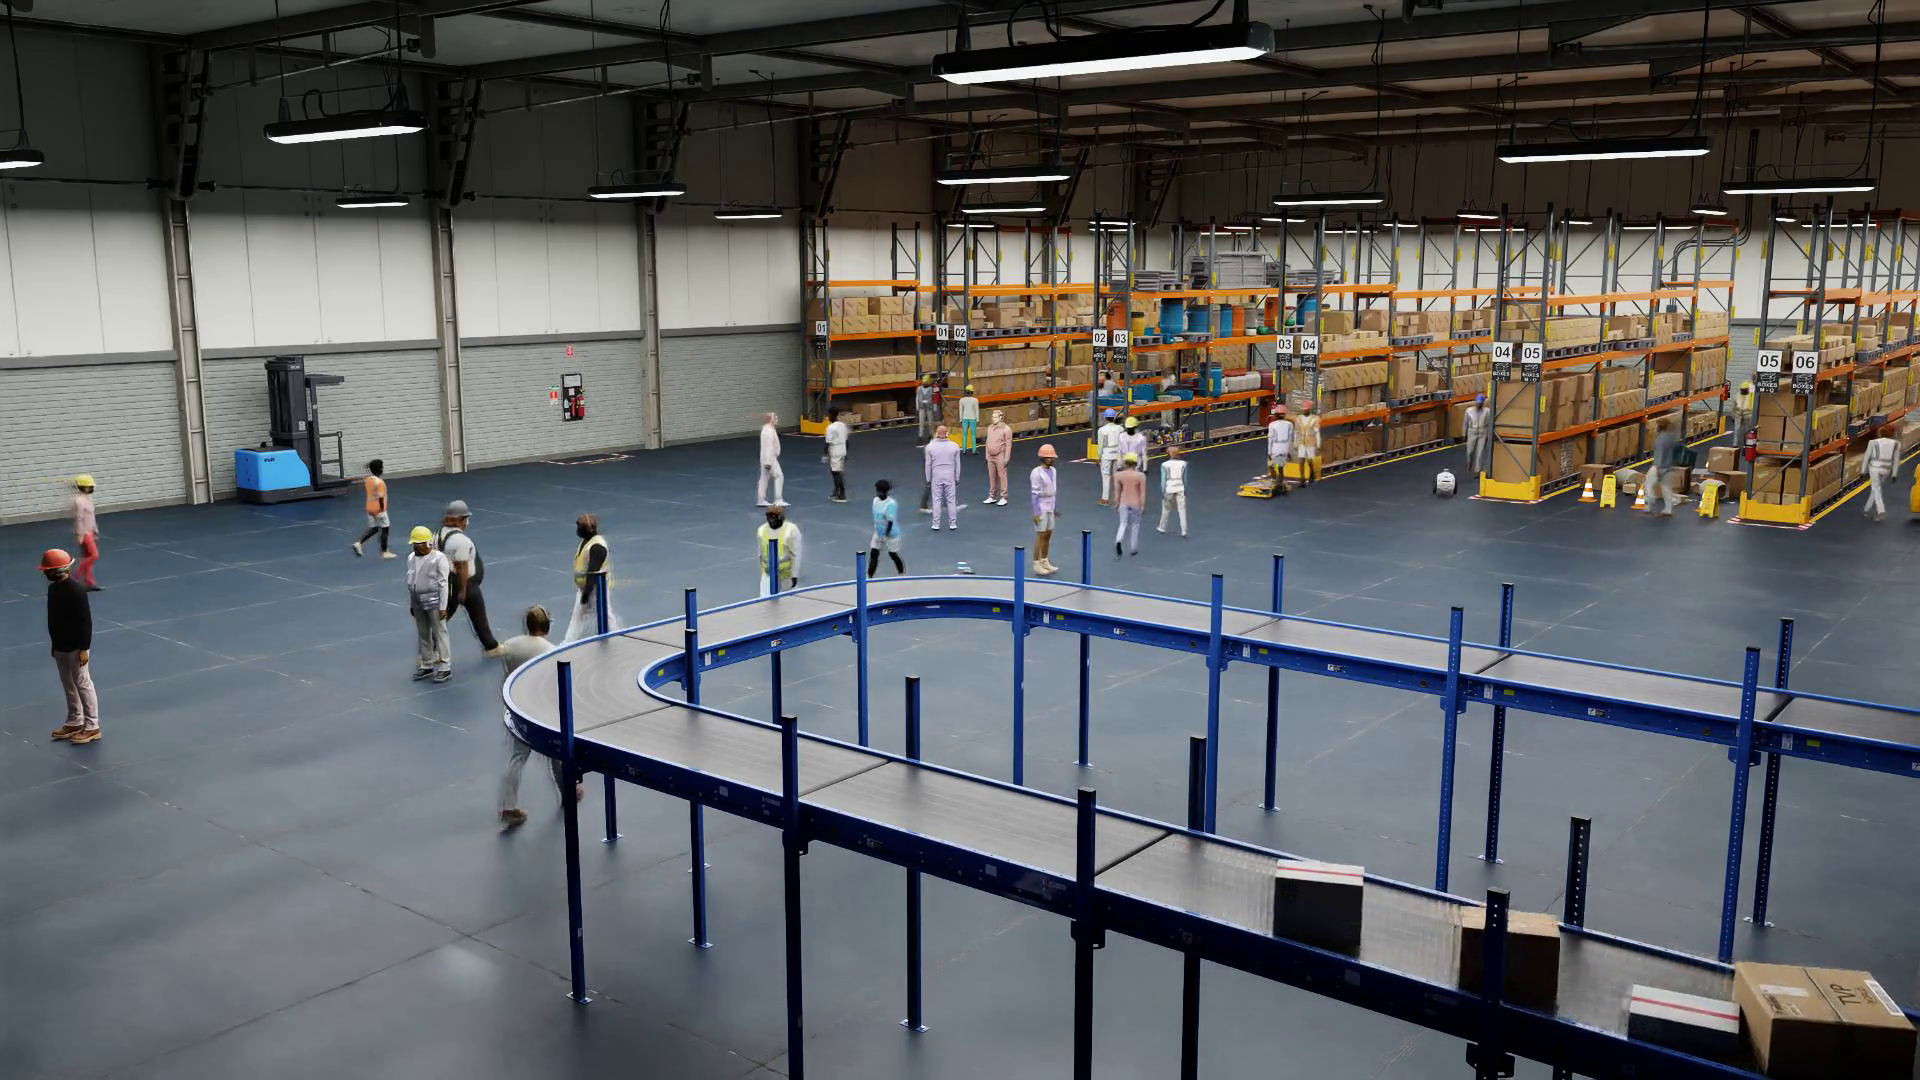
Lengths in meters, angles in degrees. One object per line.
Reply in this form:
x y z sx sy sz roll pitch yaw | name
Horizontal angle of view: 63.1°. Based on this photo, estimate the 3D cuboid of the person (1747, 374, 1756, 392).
21.740 -3.648 42.849 0.571 1.843 0.991 4 11 23 | person

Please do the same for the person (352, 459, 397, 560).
-9.574 -0.486 25.497 0.532 1.681 0.609 9 14 43 | person

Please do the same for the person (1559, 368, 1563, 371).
18.312 -4.598 48.153 0.725 1.850 0.522 8 13 39 | person

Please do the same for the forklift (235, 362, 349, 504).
-13.803 -2.244 32.110 1.129 2.768 1.873 8 13 37 | forklift

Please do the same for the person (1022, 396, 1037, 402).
2.078 -4.383 46.705 0.585 1.928 0.370 9 13 40 | person

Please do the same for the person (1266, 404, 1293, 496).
6.647 -1.866 32.579 0.548 1.924 0.442 -2 10 -11 | person

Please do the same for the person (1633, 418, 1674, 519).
13.290 -1.379 29.869 0.645 1.909 0.807 -10 14 -44 | person

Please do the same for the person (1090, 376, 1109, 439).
3.607 -3.295 40.643 0.550 1.913 0.792 6 12 31 | person

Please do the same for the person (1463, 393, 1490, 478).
11.700 -2.372 35.381 0.629 1.926 0.477 3 11 17 | person

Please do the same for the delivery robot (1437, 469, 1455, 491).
10.177 -1.247 32.778 0.477 0.478 0.707 3 10 15 | delivery robot

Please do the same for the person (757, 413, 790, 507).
-3.698 -1.595 31.135 0.759 1.879 0.664 -3 11 -18 | person

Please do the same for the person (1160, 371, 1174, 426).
6.190 -4.229 46.657 0.510 1.639 0.308 9 14 42 | person

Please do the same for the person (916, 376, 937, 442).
-0.915 -3.582 42.610 0.613 1.783 0.925 2 10 11 | person

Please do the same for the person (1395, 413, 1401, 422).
13.346 -4.475 47.200 0.351 1.936 0.634 1 10 7 | person

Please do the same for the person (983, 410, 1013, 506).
0.742 -1.656 31.420 0.643 1.909 0.410 9 14 42 | person

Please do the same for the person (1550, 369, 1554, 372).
18.558 -4.642 49.149 0.807 1.594 0.495 -5 11 -28 | person

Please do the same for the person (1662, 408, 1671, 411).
20.543 -4.018 45.604 0.627 1.596 0.523 -3 11 -19 | person

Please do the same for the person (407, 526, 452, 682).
-6.200 0.734 18.205 0.589 1.824 0.403 4 11 23 | person

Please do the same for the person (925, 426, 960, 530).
-0.316 -1.127 28.464 0.643 1.901 0.400 -1 10 -5 | person

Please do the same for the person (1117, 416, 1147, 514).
3.389 -1.489 30.508 0.606 1.899 0.765 7 12 33 | person

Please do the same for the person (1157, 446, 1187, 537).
3.830 -0.865 27.863 0.547 1.594 0.825 -3 10 -15 | person

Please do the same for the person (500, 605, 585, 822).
-3.718 1.502 13.710 0.643 1.897 1.013 4 11 20 | person

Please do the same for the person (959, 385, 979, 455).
0.242 -3.051 39.667 0.522 1.768 0.312 3 10 16 | person

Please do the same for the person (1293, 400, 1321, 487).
7.490 -2.083 33.804 0.607 1.910 0.511 6 12 29 | person

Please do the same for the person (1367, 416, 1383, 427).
12.297 -4.250 46.029 0.400 1.905 0.644 -8 13 -37 | person

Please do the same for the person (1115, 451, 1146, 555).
2.802 -0.592 25.885 0.529 1.749 0.641 4 11 21 | person

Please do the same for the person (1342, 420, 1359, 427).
11.676 -4.290 46.365 0.600 1.864 0.995 9 13 40 | person

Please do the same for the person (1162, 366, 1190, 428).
6.379 -4.218 46.090 0.903 1.819 0.517 0 10 1 | person

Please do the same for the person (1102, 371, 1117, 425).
4.163 -3.863 44.113 0.503 1.816 1.023 2 10 9 | person

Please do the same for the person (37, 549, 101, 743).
-9.045 1.064 15.865 0.623 1.990 0.390 6 12 32 | person

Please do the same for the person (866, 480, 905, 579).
-1.119 -0.102 23.433 0.541 1.641 0.837 10 14 44 | person

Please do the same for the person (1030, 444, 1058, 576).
1.352 -0.484 24.436 0.388 2.041 0.614 7 12 34 | person

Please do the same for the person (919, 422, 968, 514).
-0.349 -1.385 30.196 0.983 1.791 0.534 1 10 8 | person

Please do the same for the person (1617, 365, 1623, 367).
19.232 -4.177 45.731 0.960 1.856 0.712 -9 13 -40 | person

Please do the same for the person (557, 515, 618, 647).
-4.570 0.603 19.015 0.932 1.799 0.627 -6 12 -30 | person

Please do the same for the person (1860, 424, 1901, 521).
17.437 -1.293 29.627 0.627 1.830 1.006 1 10 8 | person

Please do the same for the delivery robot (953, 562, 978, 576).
0.031 0.442 22.542 0.335 0.223 0.698 4 11 20 | delivery robot

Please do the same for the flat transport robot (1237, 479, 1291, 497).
6.416 -1.090 32.959 0.652 0.197 1.431 6 12 32 | flat transport robot

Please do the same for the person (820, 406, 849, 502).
-2.577 -1.753 31.845 0.688 1.939 0.632 5 11 25 | person

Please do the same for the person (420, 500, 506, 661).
-6.127 0.487 19.102 0.691 2.000 1.041 10 14 43 | person

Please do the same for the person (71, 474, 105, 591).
-12.887 -0.099 23.101 0.391 1.756 0.536 -3 11 -17 | person

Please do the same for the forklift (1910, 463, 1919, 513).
19.034 -1.348 28.998 2.313 2.155 1.214 8 13 37 | forklift

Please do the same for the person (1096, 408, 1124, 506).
3.005 -1.663 31.337 0.603 1.949 0.389 -5 11 -24 | person

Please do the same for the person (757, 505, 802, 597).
-2.330 0.452 19.870 0.647 1.795 0.947 3 11 17 | person

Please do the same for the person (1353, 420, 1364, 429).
11.759 -4.266 45.959 0.621 1.972 0.467 6 12 29 | person

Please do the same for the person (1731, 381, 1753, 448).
20.330 -3.227 40.586 0.592 1.797 0.884 7 12 34 | person
